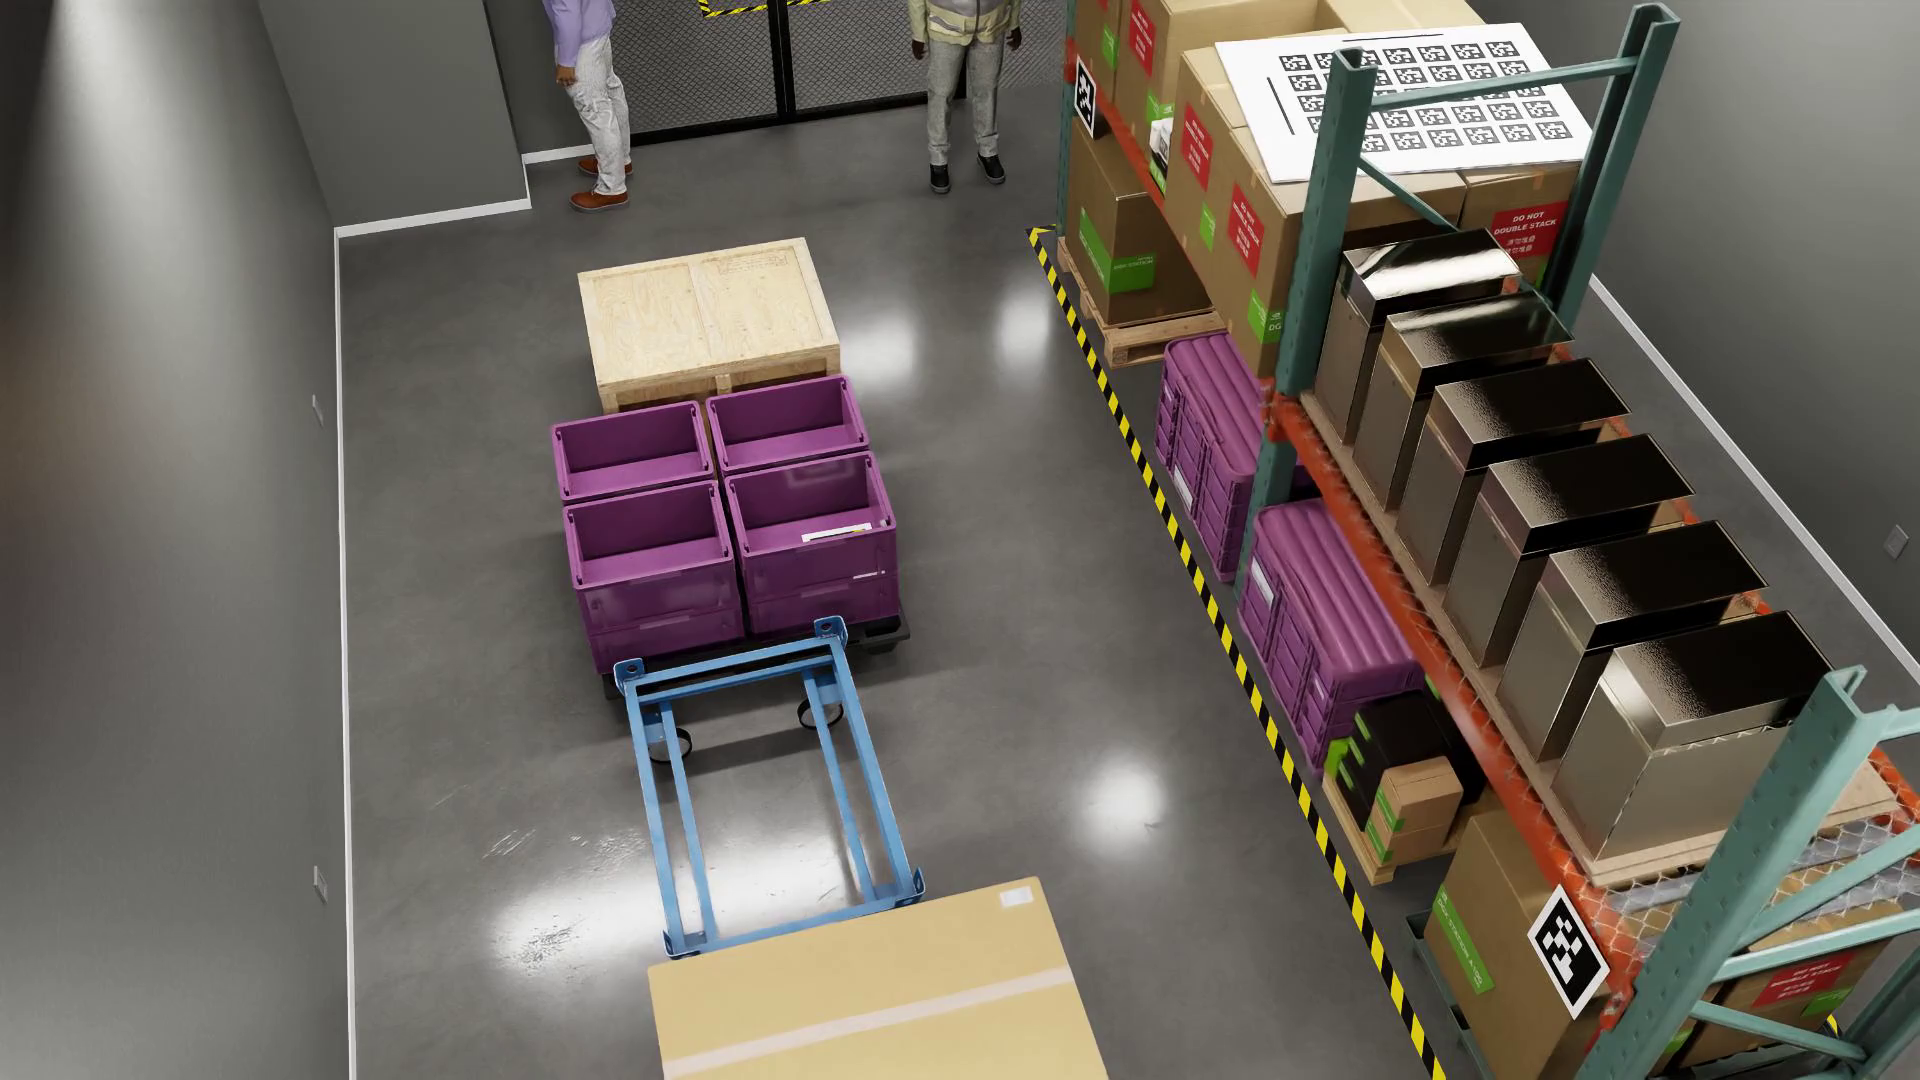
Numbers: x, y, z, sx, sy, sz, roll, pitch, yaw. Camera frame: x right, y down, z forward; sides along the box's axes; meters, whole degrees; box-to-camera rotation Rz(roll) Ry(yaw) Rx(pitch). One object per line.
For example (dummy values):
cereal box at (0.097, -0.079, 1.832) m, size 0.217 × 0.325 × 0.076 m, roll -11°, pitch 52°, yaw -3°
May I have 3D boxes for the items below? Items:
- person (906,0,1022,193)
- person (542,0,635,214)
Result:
person at (0.034, -2.598, 8.344) m, size 0.600 × 1.832 × 0.404 m, roll -11°, pitch 48°, yaw -10°
person at (-1.883, -2.516, 8.198) m, size 0.372 × 1.940 × 0.630 m, roll 1°, pitch 47°, yaw 1°
